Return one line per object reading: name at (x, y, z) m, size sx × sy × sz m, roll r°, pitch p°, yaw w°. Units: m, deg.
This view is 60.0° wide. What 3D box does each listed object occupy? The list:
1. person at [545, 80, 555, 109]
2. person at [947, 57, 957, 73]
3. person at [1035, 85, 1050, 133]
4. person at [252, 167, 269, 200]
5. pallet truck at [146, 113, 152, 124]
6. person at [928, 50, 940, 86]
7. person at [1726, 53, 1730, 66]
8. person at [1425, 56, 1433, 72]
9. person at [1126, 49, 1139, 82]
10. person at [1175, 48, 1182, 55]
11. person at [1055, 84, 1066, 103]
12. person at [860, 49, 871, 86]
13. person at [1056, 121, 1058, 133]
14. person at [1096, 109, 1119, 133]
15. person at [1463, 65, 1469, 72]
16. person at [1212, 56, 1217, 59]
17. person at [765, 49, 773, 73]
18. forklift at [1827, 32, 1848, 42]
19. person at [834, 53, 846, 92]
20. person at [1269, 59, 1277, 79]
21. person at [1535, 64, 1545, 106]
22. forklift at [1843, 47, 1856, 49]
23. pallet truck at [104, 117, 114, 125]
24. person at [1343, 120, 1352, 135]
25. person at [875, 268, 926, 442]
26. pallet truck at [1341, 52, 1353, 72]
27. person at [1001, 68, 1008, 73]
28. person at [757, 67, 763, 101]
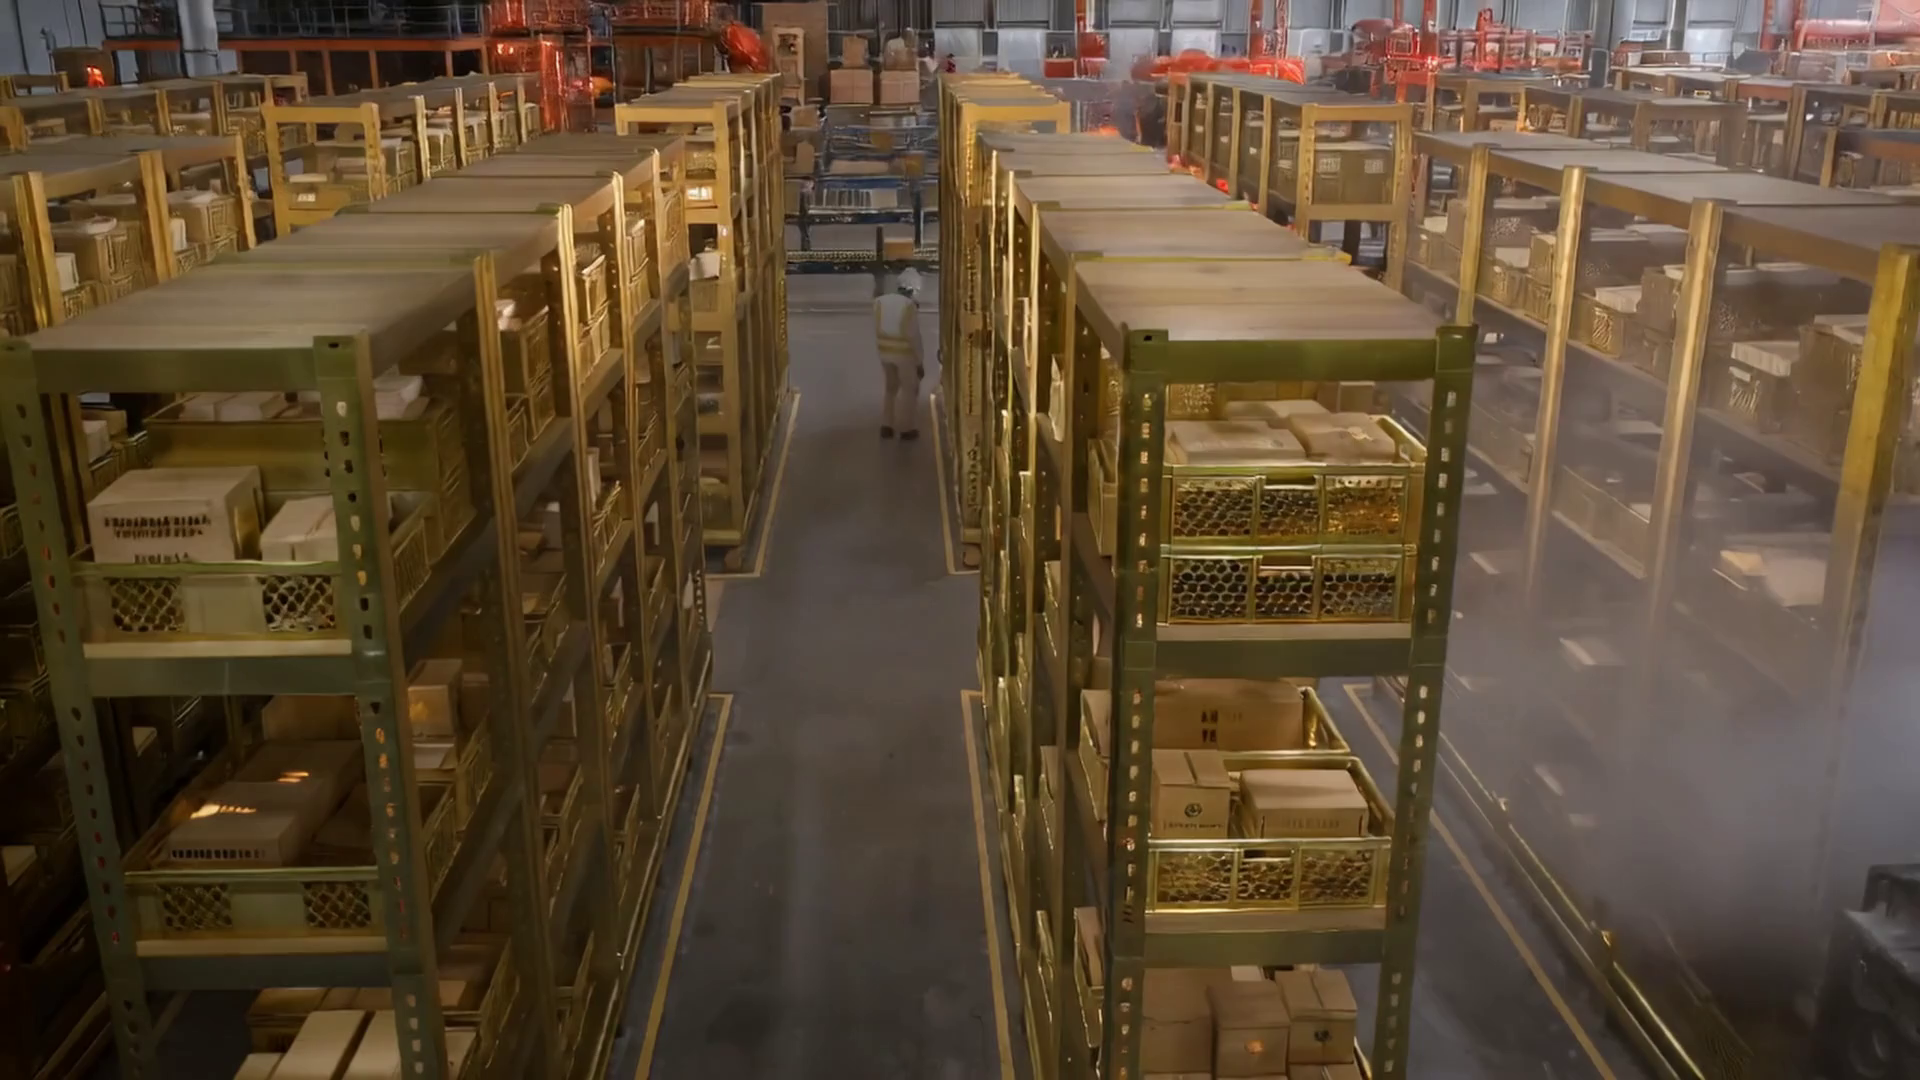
person at (-15.529, -16.830, 63.052) m, size 0.518 × 1.820 × 0.456 m, roll 13°, pitch 22°, yaw 35°
person at (-0.409, -21.035, 75.882) m, size 0.542 × 1.928 × 0.378 m, roll -15°, pitch 23°, yaw -38°
person at (2.645, -14.207, 55.116) m, size 0.895 × 1.695 × 0.501 m, roll -9°, pitch 20°, yaw -27°
person at (-13.535, -6.881, 32.378) m, size 0.535 × 1.744 × 0.696 m, roll -6°, pitch 19°, yaw -19°
pallet truck at (-18.087, -8.309, 36.390) m, size 1.885 × 1.965 × 0.823 m, roll -1°, pitch 18°, yaw -4°
person at (-1.437, -25.305, 89.186) m, size 0.592 × 1.866 × 0.975 m, roll -8°, pitch 20°, yaw -23°
person at (42.168, -25.905, 91.362) m, size 0.787 × 1.668 × 0.531 m, roll 4°, pitch 18°, yaw 12°
person at (22.244, -22.047, 79.083) m, size 0.347 × 1.884 × 0.584 m, roll 11°, pitch 21°, yaw 29°
person at (9.619, -26.545, 93.089) m, size 0.915 × 1.826 × 0.541 m, roll -2°, pitch 18°, yaw -5°
person at (12.403, -26.936, 94.282) m, size 0.429 × 1.842 × 0.632 m, roll -8°, pitch 19°, yaw -22°
person at (3.128, -13.588, 53.000) m, size 0.602 × 1.824 × 0.505 m, roll 13°, pitch 22°, yaw 35°
person at (-5.073, -25.308, 89.088) m, size 0.602 × 1.939 × 0.397 m, roll 9°, pitch 20°, yaw 25°
person at (2.246, -8.871, 38.070) m, size 0.391 × 2.034 × 0.605 m, roll -3°, pitch 18°, yaw -9°
person at (3.448, -9.106, 38.973) m, size 0.551 × 1.931 × 0.395 m, roll 1°, pitch 18°, yaw 2°
person at (19.941, -17.845, 65.989) m, size 0.641 × 1.942 × 0.558 m, roll -9°, pitch 20°, yaw -27°
person at (11.631, -21.099, 75.898) m, size 1.094 × 2.000 × 0.687 m, roll -14°, pitch 23°, yaw -37°
person at (-10.730, -26.817, 93.965) m, size 0.861 × 1.812 × 0.632 m, roll 0°, pitch 18°, yaw 0°
forklift at (46.023, -25.321, 87.619) m, size 1.129 × 2.768 × 1.873 m, roll -1°, pitch 18°, yaw -2°
person at (-6.068, -23.611, 83.903) m, size 0.616 × 1.886 × 0.841 m, roll -2°, pitch 18°, yaw -7°
person at (13.870, -20.412, 73.957) m, size 0.412 × 1.923 × 0.569 m, roll 8°, pitch 20°, yaw 23°
person at (24.103, -18.861, 69.275) m, size 0.501 × 1.861 × 0.334 m, roll -9°, pitch 20°, yaw -26°
forklift at (31.409, -16.049, 58.927) m, size 1.129 × 2.768 × 1.873 m, roll -1°, pitch 18°, yaw -2°
pallet truck at (-18.367, -7.885, 35.078) m, size 1.885 × 1.965 × 0.823 m, roll 1°, pitch 18°, yaw 2°
person at (8.458, -8.199, 36.248) m, size 0.817 × 1.878 × 0.662 m, roll -9°, pitch 20°, yaw -25°
person at (-0.590, -1.857, 16.752) m, size 0.621 × 1.786 × 0.421 m, roll 12°, pitch 22°, yaw 33°
pallet truck at (18.794, -23.123, 82.231) m, size 0.823 × 1.965 × 1.885 m, roll -13°, pitch 22°, yaw -35°
person at (1.710, -16.652, 62.265) m, size 0.641 × 1.951 × 0.939 m, roll -14°, pitch 22°, yaw -36°
person at (-8.081, -18.158, 67.132) m, size 0.584 × 1.838 × 0.985 m, roll -6°, pitch 19°, yaw -18°
